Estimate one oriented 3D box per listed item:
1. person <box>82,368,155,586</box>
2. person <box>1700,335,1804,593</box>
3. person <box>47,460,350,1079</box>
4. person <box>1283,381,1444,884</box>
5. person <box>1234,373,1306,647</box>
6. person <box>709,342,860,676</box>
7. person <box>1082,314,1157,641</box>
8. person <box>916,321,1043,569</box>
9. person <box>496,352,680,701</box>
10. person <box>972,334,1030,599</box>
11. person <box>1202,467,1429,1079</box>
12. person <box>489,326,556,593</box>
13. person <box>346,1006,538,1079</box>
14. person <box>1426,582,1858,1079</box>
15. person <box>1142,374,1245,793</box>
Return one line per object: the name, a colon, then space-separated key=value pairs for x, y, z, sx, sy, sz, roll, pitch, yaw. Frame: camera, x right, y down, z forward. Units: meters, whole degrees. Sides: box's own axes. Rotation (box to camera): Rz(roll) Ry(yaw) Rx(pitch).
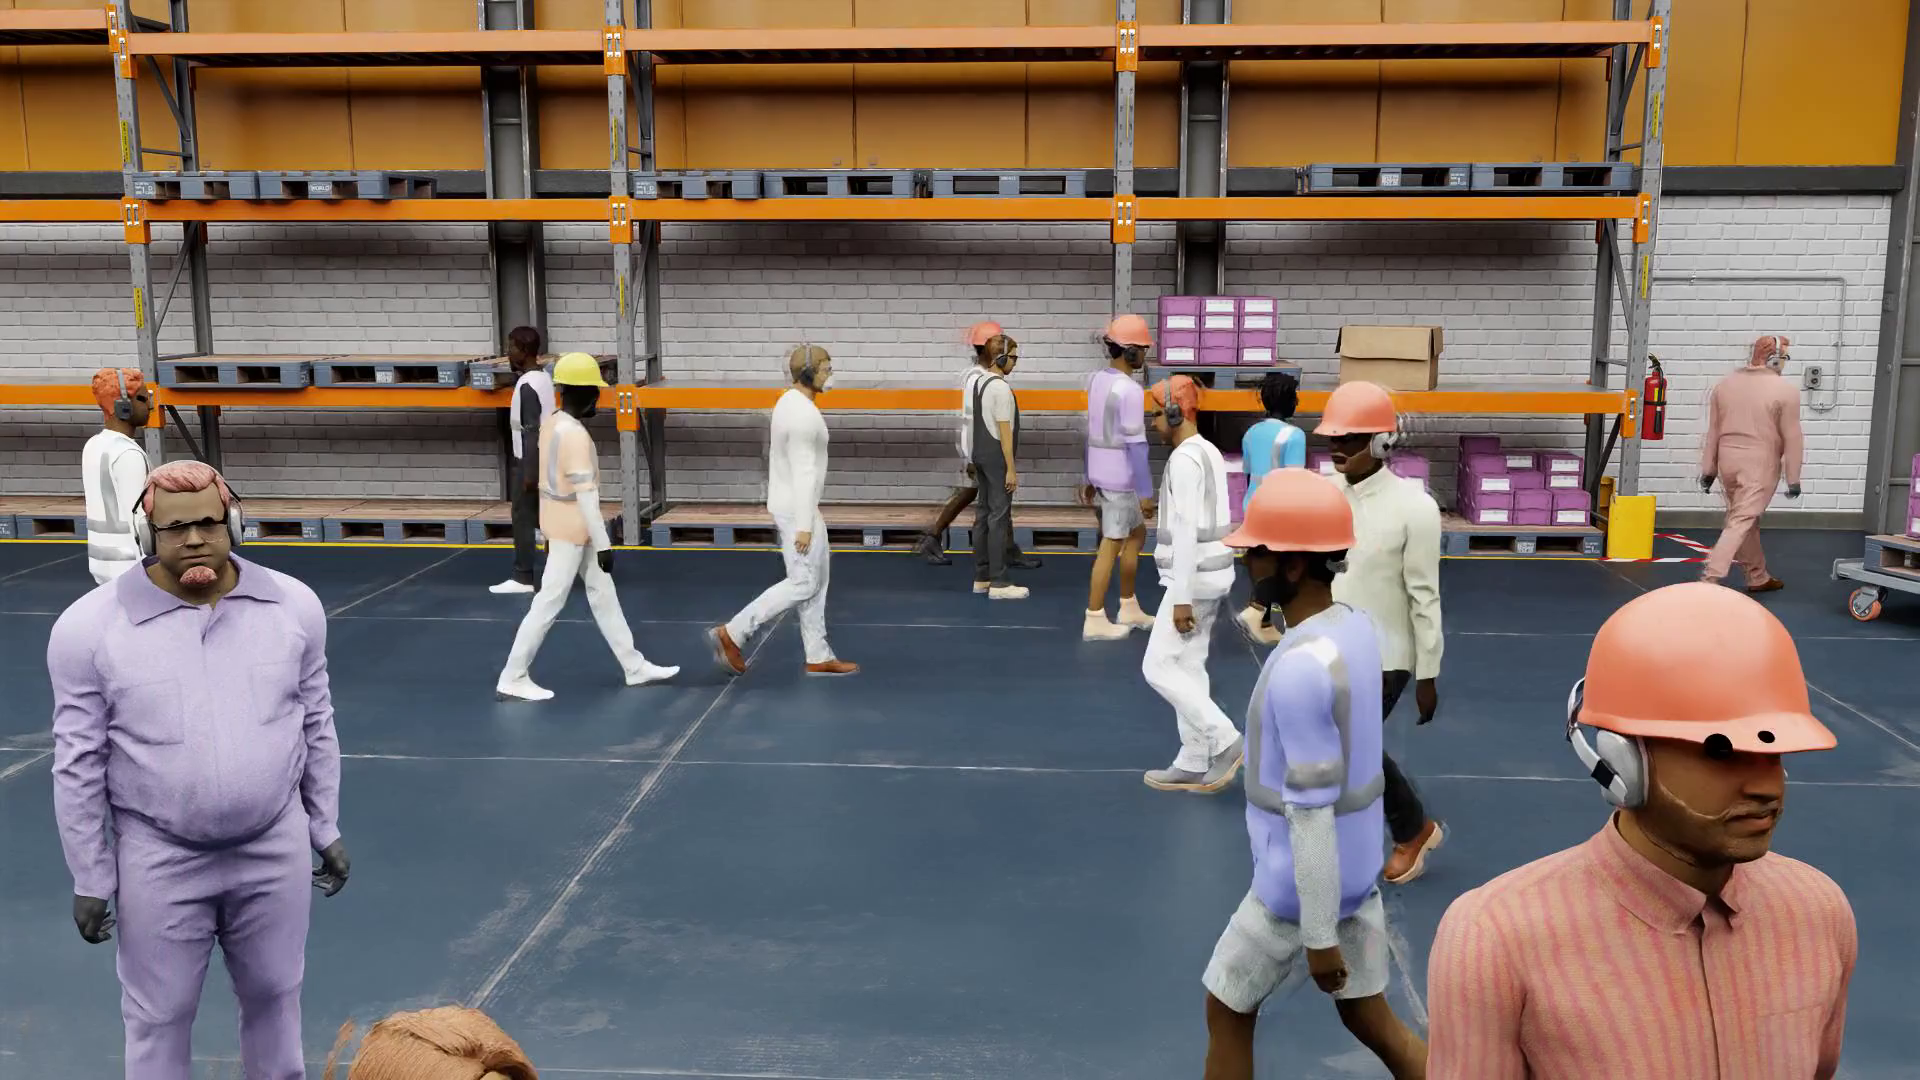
person: x=-3.748 y=0.162 z=7.558 sx=0.355 sy=1.883 sz=0.575 roll=-9 pitch=13 yaw=-44
person: x=5.444 y=-0.483 z=11.466 sx=1.014 sy=1.857 sz=0.670 roll=-5 pitch=11 yaw=-27
person: x=-1.806 y=0.752 z=4.030 sx=0.651 sy=1.906 sz=0.401 roll=-8 pitch=12 yaw=-38
person: x=1.479 y=0.391 z=6.015 sx=0.989 sy=1.959 sz=0.637 roll=-6 pitch=12 yaw=-33
person: x=1.867 y=-0.157 z=9.989 sx=0.416 sy=1.686 sz=0.548 roll=-4 pitch=11 yaw=-24
person: x=-0.979 y=-0.139 z=9.247 sx=0.769 sy=1.919 sz=0.639 roll=-2 pitch=10 yaw=-10
person: x=1.074 y=-0.374 z=10.274 sx=0.734 sy=2.020 sz=0.653 roll=-3 pitch=10 yaw=-15
person: x=0.115 y=-0.717 z=12.665 sx=0.957 sy=1.899 sz=0.549 roll=0 pitch=10 yaw=2
person: x=-2.055 y=-0.067 z=8.934 sx=1.009 sy=1.873 sz=0.611 roll=-3 pitch=10 yaw=-19
person: x=0.260 y=-0.512 z=11.620 sx=0.345 sy=1.842 sz=0.504 roll=-4 pitch=11 yaw=-23
person: x=0.896 y=0.776 z=3.907 sx=0.954 sy=1.906 sz=0.538 roll=6 pitch=11 yaw=31
person: x=-2.956 y=-0.562 z=11.742 sx=0.729 sy=1.900 sz=0.604 roll=-1 pitch=10 yaw=-6
person: x=-0.602 y=1.267 z=1.926 sx=0.839 sy=1.593 sz=0.502 roll=4 pitch=11 yaw=24
person: x=0.854 y=1.035 z=2.108 sx=0.611 sy=1.997 sz=0.375 roll=-3 pitch=10 yaw=-19
person: x=1.035 y=0.208 z=7.333 sx=0.483 sy=1.863 sz=0.624 roll=3 pitch=10 yaw=20
